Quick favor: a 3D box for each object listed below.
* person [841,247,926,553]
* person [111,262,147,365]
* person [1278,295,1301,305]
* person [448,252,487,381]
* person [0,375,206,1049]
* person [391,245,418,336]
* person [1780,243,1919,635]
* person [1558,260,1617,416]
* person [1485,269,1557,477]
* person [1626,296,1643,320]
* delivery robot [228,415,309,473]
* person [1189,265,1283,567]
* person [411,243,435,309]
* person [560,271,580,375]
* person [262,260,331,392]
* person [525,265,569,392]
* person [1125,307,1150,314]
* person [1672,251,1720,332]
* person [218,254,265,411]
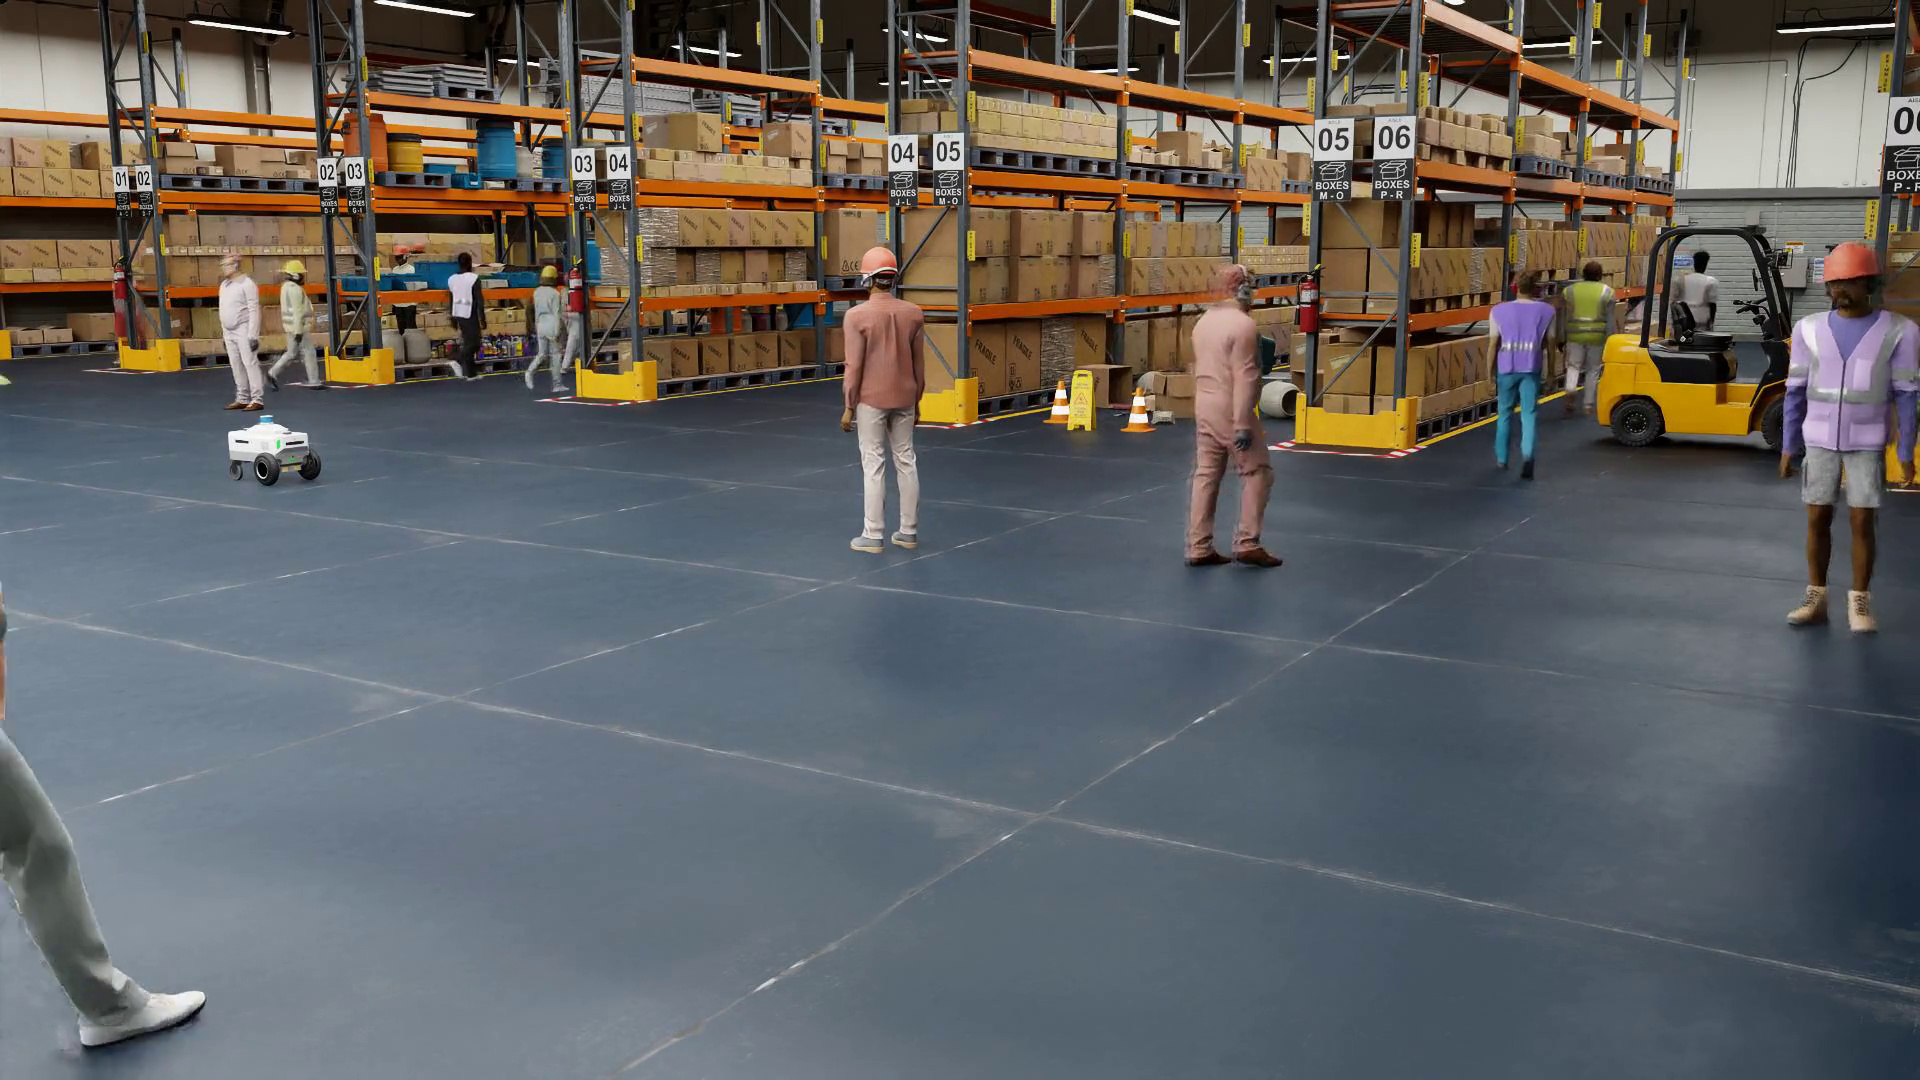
[{"bbox_3d":[-0.507,-0.913,10.930,0.608,1.996,0.381,-7,12,-33],"label":"person"},{"bbox_3d":[-14.049,-3.851,28.124,0.529,1.732,0.865,2,10,9],"label":"person"},{"bbox_3d":[6.435,-4.713,32.665,0.539,1.831,0.837,7,12,33],"label":"person"},{"bbox_3d":[-7.255,-3.262,24.365,0.605,1.898,0.651,6,12,29],"label":"person"},{"bbox_3d":[-2.432,0.396,3.936,0.979,1.882,0.603,-9,14,-41],"label":"person"},{"bbox_3d":[-9.518,-4.049,28.495,0.612,1.995,0.377,6,12,30],"label":"person"},{"bbox_3d":[4.622,-0.506,8.644,0.666,2.030,0.401,9,13,40],"label":"person"},{"bbox_3d":[7.313,-2.344,19.420,0.640,1.821,0.584,5,11,28],"label":"person"},{"bbox_3d":[4.913,-1.465,14.566,0.580,1.813,0.909,2,10,13],"label":"person"},{"bbox_3d":[12.864,-4.631,31.934,0.615,1.942,1.043,-4,11,-21],"label":"person"},{"bbox_3d":[-5.894,-0.818,14.169,0.707,0.478,0.477,6,12,31],"label":"delivery robot"},{"bbox_3d":[1.747,-0.762,10.391,0.700,1.882,0.674,-4,11,-22],"label":"person"},{"bbox_3d":[-10.747,-4.926,33.353,0.638,2.012,0.811,7,12,35],"label":"person"},{"bbox_3d":[-6.013,-3.358,25.758,0.537,1.588,0.882,7,12,35],"label":"person"},{"bbox_3d":[-9.043,-2.886,22.521,0.812,1.808,0.599,-8,13,-37],"label":"person"},{"bbox_3d":[-5.628,-2.860,22.582,0.490,1.727,0.599,5,11,28],"label":"person"},{"bbox_3d":[3.060,-3.910,28.655,0.536,1.662,0.816,7,12,35],"label":"person"},{"bbox_3d":[10.421,-3.132,23.606,0.609,1.915,0.994,6,12,29],"label":"person"},{"bbox_3d":[-8.722,-2.499,20.119,0.664,1.894,0.426,7,12,33],"label":"person"}]
